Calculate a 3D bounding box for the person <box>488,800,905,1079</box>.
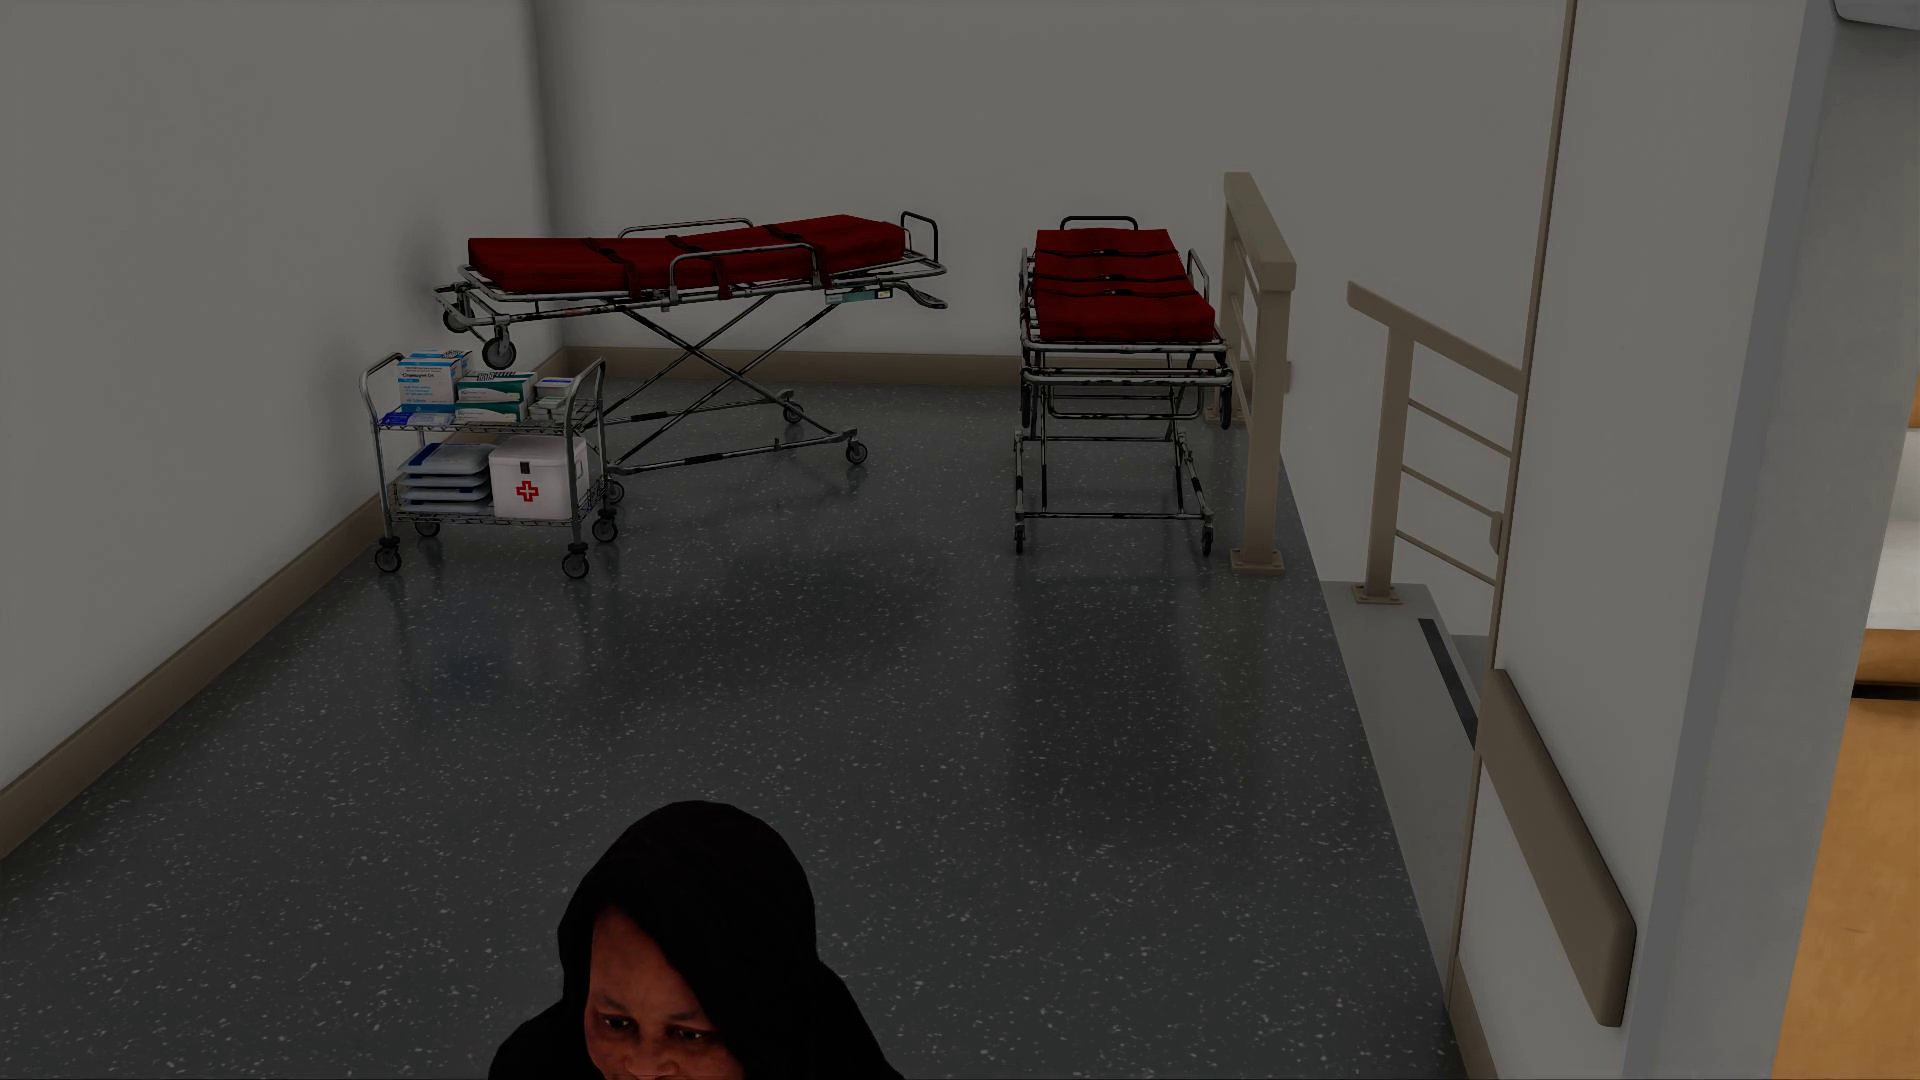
[{"bbox_3d":[-0.247,0.973,1.744,0.675,1.612,0.660,5,21,12],"label":"person"}]
